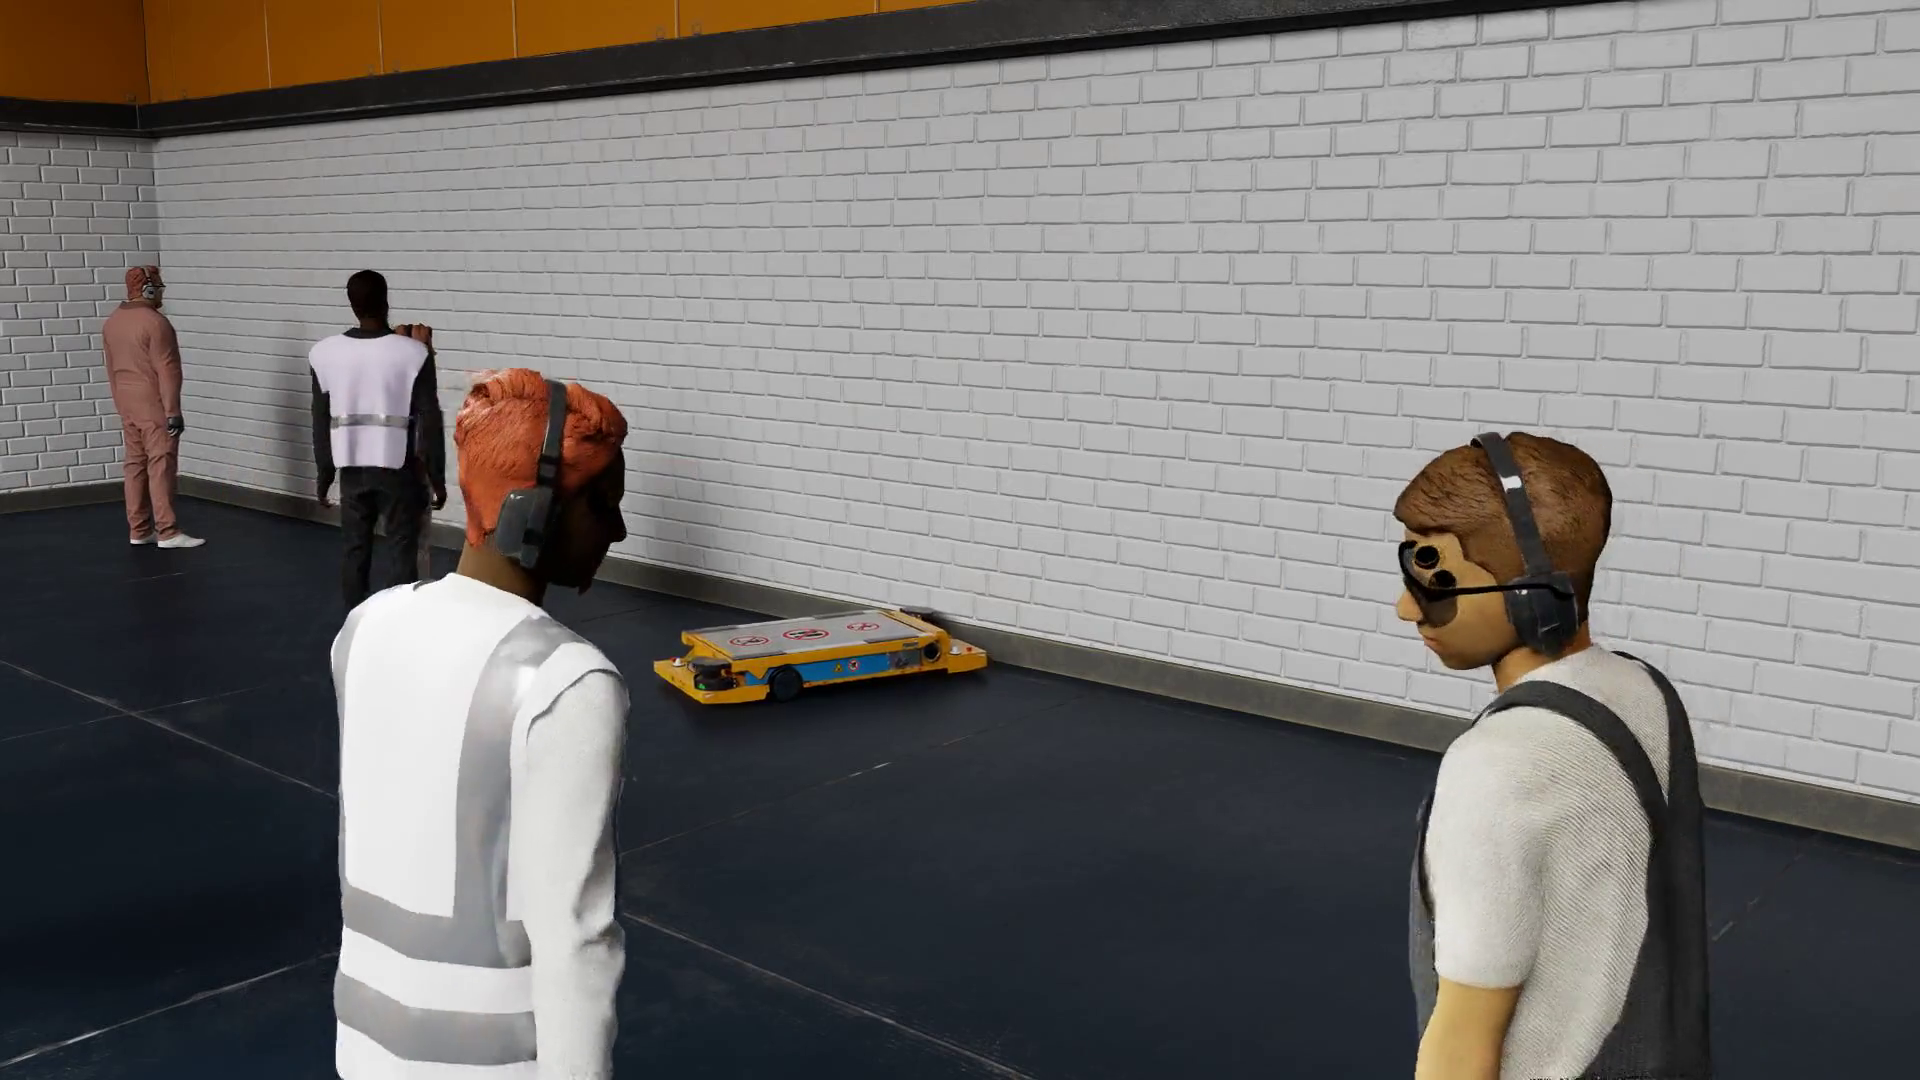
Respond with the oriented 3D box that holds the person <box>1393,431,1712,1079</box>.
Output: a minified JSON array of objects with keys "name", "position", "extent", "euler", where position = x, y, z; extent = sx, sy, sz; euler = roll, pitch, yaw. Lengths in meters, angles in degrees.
[{"name":"person","position":[0.677,0.777,1.990],"extent":[0.626,1.815,0.472],"euler":[-10,14,-43]}]

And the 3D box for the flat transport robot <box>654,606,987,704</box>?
[{"name":"flat transport robot","position":[-0.652,0.525,7.830],"extent":[1.431,0.197,0.652],"euler":[-6,11,-29]}]

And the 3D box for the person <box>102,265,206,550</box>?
[{"name":"person","position":[-5.444,-0.889,11.227],"extent":[0.643,1.908,0.399],"euler":[6,12,32]}]

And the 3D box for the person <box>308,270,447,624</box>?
[{"name":"person","position":[-2.827,-0.340,8.088],"extent":[0.638,1.912,0.395],"euler":[0,10,-3]}]

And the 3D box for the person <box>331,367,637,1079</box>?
[{"name":"person","position":[-0.605,0.697,2.305],"extent":[0.611,1.861,0.662],"euler":[7,12,35]}]

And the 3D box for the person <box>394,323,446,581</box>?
[{"name":"person","position":[-2.810,-0.298,8.621],"extent":[0.308,1.641,0.514],"euler":[-3,10,-17]}]
